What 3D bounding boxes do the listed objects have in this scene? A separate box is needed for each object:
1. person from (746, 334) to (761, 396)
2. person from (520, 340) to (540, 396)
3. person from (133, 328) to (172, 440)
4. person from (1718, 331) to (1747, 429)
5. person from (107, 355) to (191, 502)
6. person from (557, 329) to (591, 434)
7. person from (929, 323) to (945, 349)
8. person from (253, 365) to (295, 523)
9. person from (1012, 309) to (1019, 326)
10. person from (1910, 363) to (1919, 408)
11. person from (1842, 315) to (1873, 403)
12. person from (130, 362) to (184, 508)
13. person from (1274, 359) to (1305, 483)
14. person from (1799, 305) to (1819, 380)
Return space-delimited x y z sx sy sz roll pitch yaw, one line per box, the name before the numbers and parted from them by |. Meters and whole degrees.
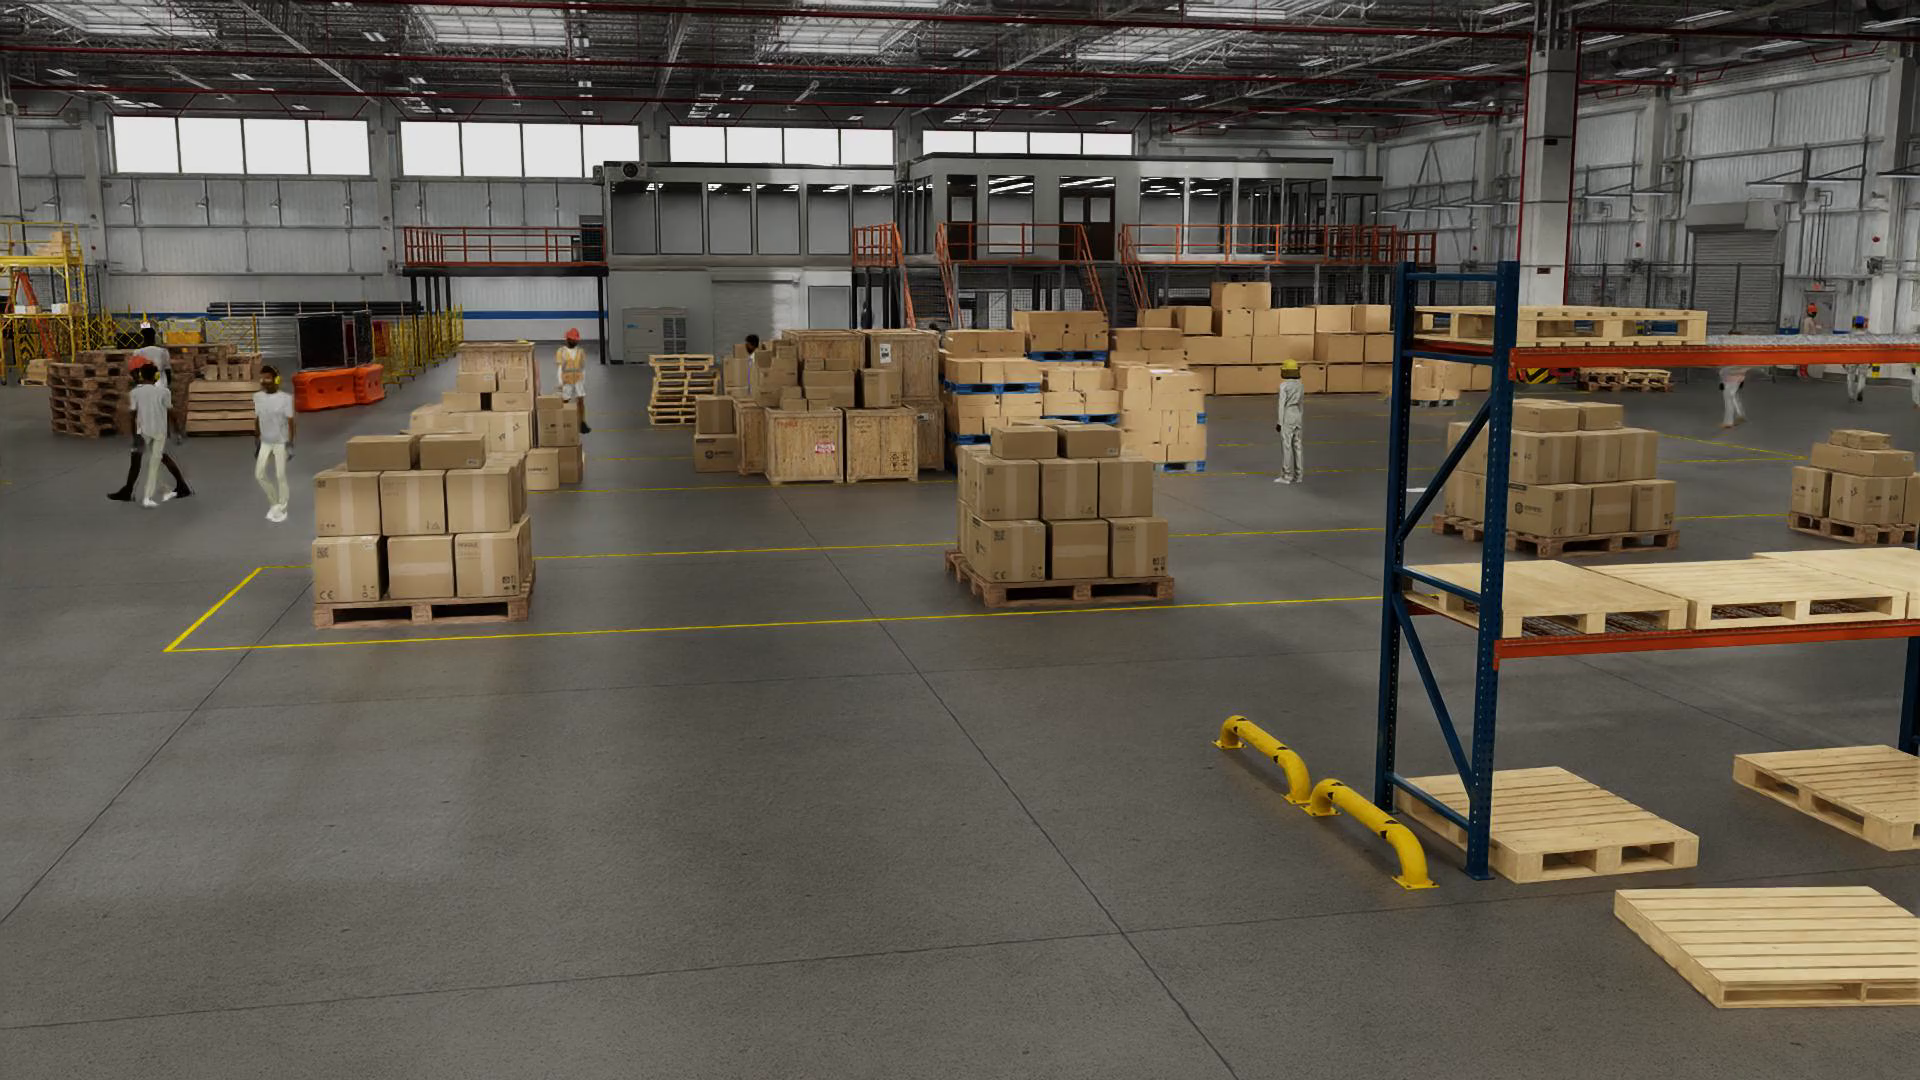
person | -3.351 -2.485 27.721 0.406 1.911 0.656 3 10 19
person | -7.645 -2.656 29.275 0.536 1.722 0.883 -1 9 -9
person | -13.990 -2.698 28.845 0.604 1.967 0.367 -7 12 -38
person | 14.336 -2.967 30.899 0.654 1.830 0.443 -7 12 -37
person | -10.477 -1.436 21.443 0.544 1.891 0.992 9 13 43
person | -6.940 -2.837 29.893 0.564 1.888 0.966 -6 11 -32
person | -0.619 -3.779 35.935 0.541 1.798 0.935 -7 11 -35
person | -8.097 -1.125 19.580 0.548 1.859 0.385 1 9 9
person | 1.485 -5.272 44.787 0.360 1.885 0.575 0 9 -1
person | 20.455 -3.656 35.200 0.637 1.798 0.915 1 9 6
person | 19.920 -4.011 36.929 0.633 1.935 0.438 5 10 26
person | -10.169 -1.333 21.007 0.528 1.816 1.022 0 9 2
person | 4.598 -1.658 23.219 0.480 1.734 0.337 -8 12 -39
person | 22.662 -5.264 44.404 0.375 1.995 0.609 7 12 37
